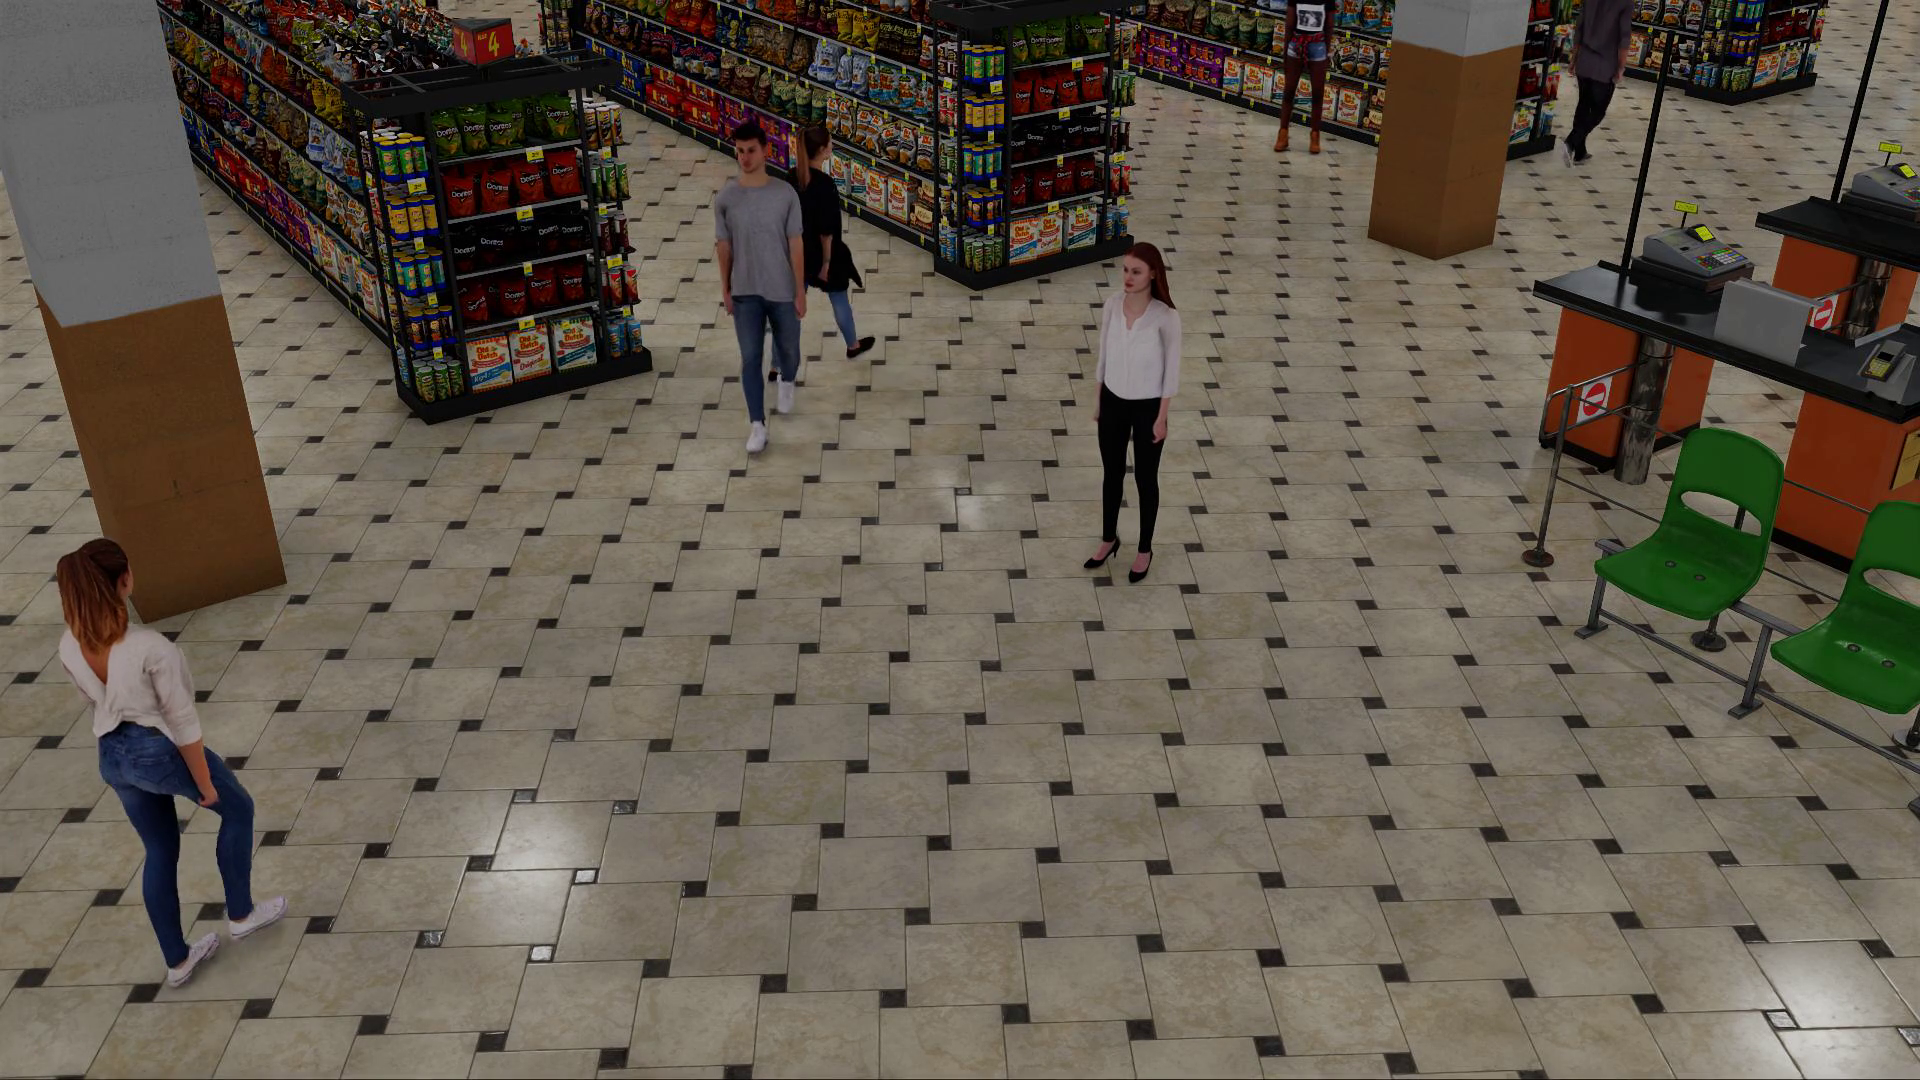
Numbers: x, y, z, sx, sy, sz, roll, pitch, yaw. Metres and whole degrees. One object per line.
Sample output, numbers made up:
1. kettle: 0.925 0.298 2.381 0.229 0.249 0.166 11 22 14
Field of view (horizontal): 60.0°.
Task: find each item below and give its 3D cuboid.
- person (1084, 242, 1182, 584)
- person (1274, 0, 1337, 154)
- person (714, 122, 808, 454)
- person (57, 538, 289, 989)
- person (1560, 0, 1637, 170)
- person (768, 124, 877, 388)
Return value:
1. person: 0.860 -0.627 8.250 0.551 1.759 0.710 19 34 31
2. person: 3.182 -4.425 15.246 0.699 1.721 0.773 9 30 16
3. person: -1.125 -1.498 9.732 1.002 1.867 1.145 -2 29 -3
4. person: -2.785 0.823 5.646 0.814 1.710 0.873 7 29 13
5. person: 5.572 -4.185 14.691 0.779 1.831 0.934 -21 35 -34
6. person: -0.996 -1.724 10.395 1.157 1.629 0.896 21 35 34
